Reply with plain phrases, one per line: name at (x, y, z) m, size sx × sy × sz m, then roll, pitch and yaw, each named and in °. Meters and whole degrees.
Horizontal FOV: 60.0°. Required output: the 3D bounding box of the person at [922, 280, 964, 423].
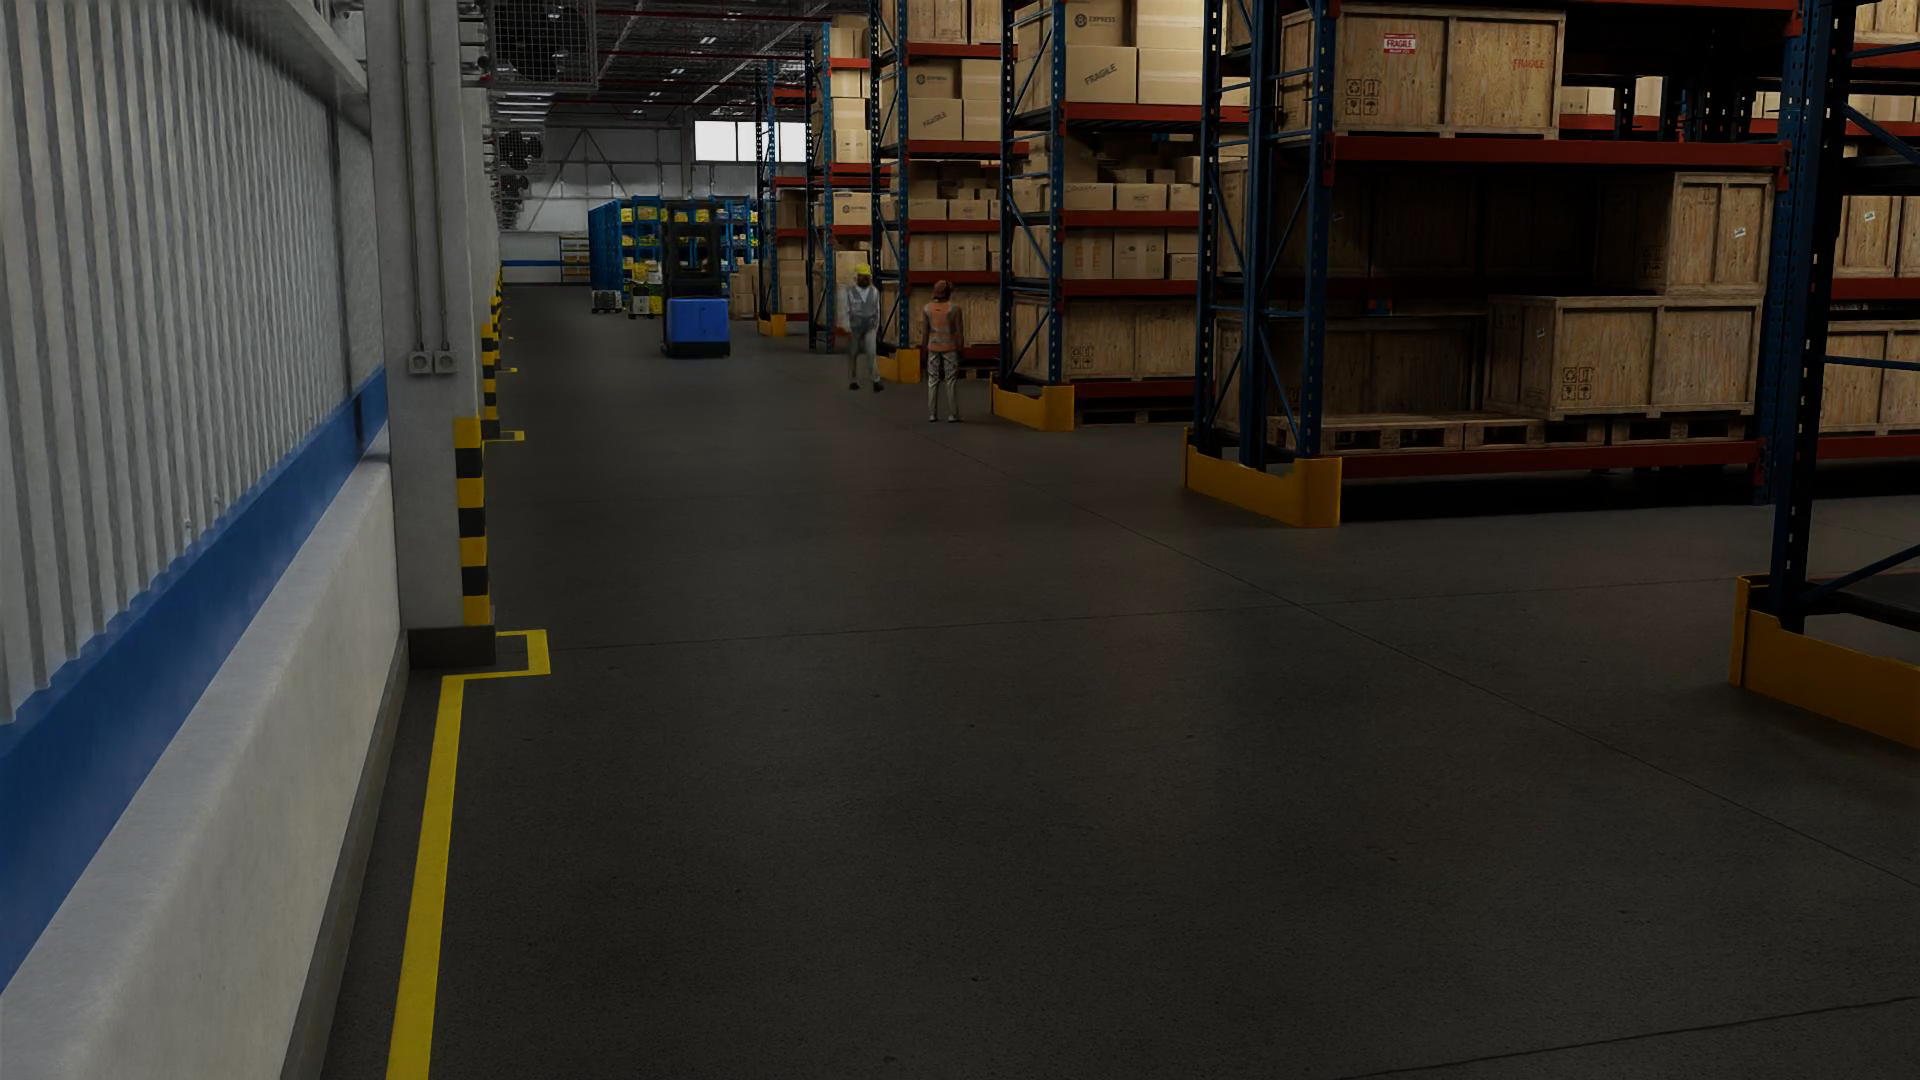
person at (-0.193, -2.167, 19.160) m, size 0.512 × 1.639 × 0.311 m, roll 4°, pitch 11°, yaw 23°

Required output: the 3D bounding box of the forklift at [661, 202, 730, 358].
forklift at (-4.870, -4.782, 30.449) m, size 1.129 × 2.768 × 1.873 m, roll -3°, pitch 10°, yaw -15°

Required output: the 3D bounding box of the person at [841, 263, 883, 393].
person at (-1.359, -2.948, 23.151) m, size 0.590 × 1.785 × 0.933 m, roll -4°, pitch 11°, yaw -20°
